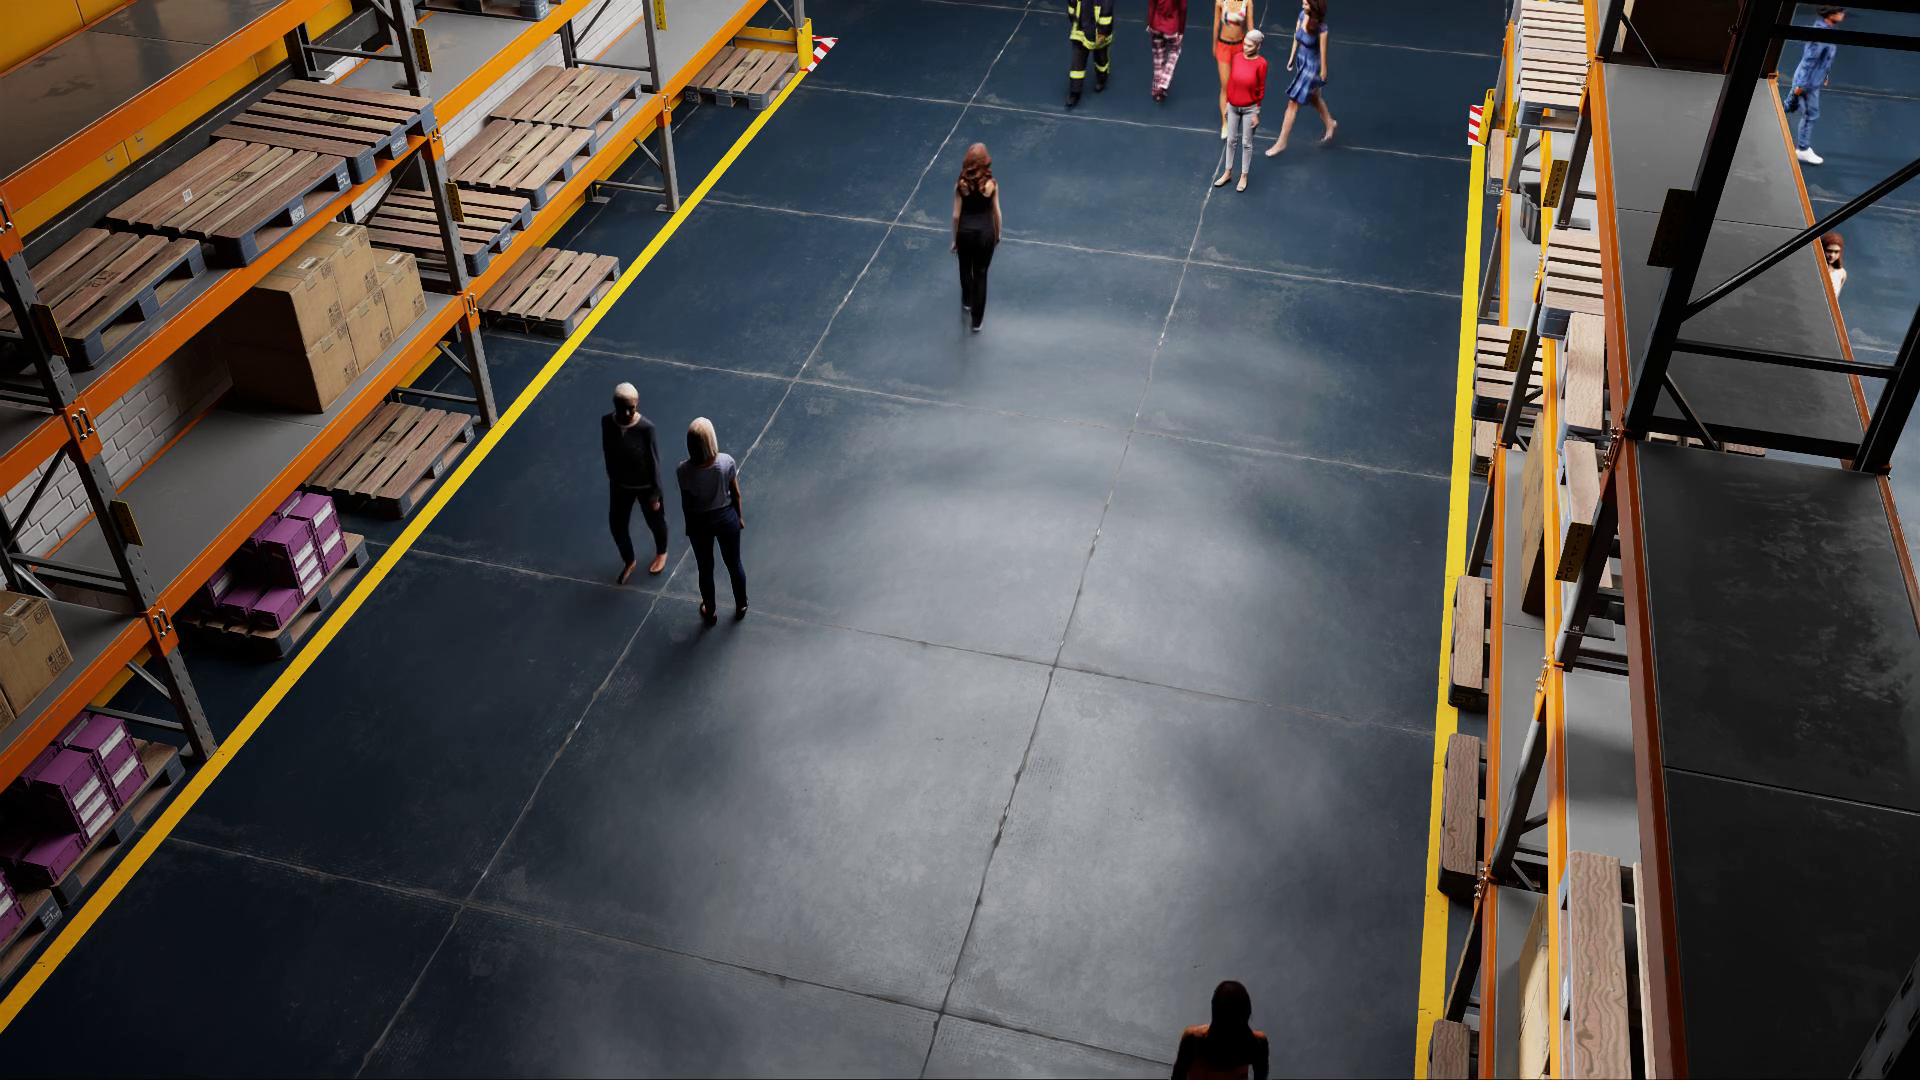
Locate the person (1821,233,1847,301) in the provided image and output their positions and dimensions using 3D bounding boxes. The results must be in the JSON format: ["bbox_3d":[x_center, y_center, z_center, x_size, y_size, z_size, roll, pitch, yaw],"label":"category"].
[{"bbox_3d":[6.913,-1.746,13.667,0.628,1.721,0.568,2,39,2],"label":"person"}]

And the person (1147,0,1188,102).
[{"bbox_3d":[2.288,-5.727,18.673,0.670,1.696,0.692,14,41,17],"label":"person"}]

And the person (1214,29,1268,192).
[{"bbox_3d":[2.910,-4.418,17.034,0.601,1.696,0.602,21,43,24],"label":"person"}]

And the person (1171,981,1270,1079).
[{"bbox_3d":[1.202,2.799,7.914,0.670,1.800,1.026,6,39,8],"label":"person"}]

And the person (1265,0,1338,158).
[{"bbox_3d":[3.756,-4.936,17.634,1.101,1.757,1.189,-15,41,-18],"label":"person"}]

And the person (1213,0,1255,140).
[{"bbox_3d":[2.971,-5.370,18.191,0.767,1.740,1.237,1,39,2],"label":"person"}]

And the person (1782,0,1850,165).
[{"bbox_3d":[8.885,-4.902,17.570,0.969,1.782,1.151,21,43,24],"label":"person"}]

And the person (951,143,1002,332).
[{"bbox_3d":[0.137,-2.656,14.803,0.724,1.727,0.894,0,39,0],"label":"person"}]

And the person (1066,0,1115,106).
[{"bbox_3d":[1.524,-5.884,18.773,0.808,1.816,1.135,15,41,18],"label":"person"}]

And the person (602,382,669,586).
[{"bbox_3d":[-2.325,-0.484,12.102,0.646,1.703,0.683,8,39,10],"label":"person"}]

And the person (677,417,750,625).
[{"bbox_3d":[-1.727,-0.133,11.647,0.655,1.722,0.666,-10,40,-12],"label":"person"}]
